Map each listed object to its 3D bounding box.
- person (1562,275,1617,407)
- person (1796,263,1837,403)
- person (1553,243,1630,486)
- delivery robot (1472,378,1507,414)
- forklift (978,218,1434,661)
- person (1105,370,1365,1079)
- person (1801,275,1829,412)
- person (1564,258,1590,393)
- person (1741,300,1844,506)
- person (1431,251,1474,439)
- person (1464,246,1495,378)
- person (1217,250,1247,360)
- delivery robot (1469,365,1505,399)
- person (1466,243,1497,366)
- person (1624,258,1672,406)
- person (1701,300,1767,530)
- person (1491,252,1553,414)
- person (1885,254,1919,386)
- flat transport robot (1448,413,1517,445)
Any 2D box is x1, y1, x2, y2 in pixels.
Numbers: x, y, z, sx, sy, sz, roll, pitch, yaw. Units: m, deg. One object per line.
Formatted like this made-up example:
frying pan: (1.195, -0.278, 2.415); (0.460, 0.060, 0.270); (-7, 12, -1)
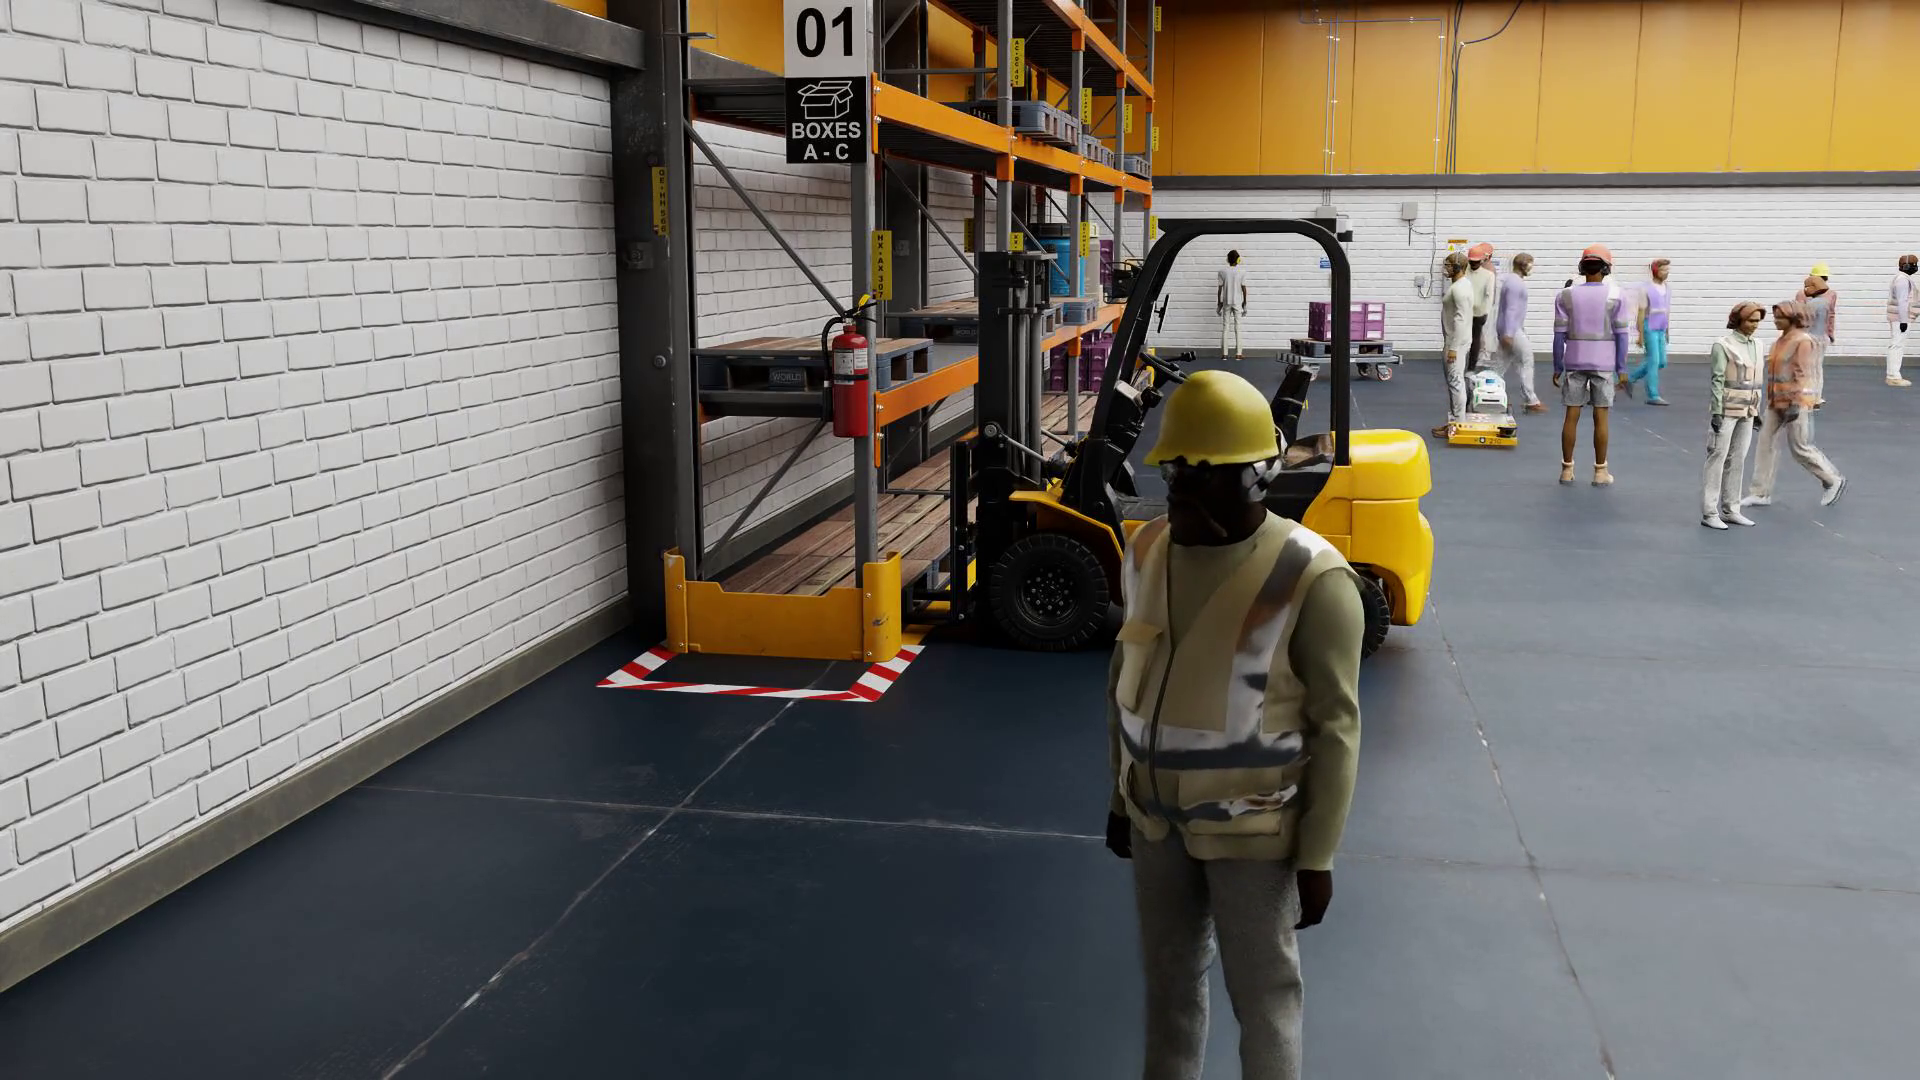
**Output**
person: (7.744, -2.589, 20.527); (0.637, 1.902, 0.406); (-3, 11, -17)
person: (10.757, -2.597, 20.940); (0.535, 1.766, 0.317); (0, 10, -2)
person: (5.311, -1.471, 14.026); (0.605, 2.036, 0.388); (6, 12, 31)
delivery robot: (5.764, -1.521, 18.105); (0.477, 0.478, 0.707); (3, 11, 15)
forklift: (1.285, -0.567, 8.635); (2.313, 2.155, 1.214); (2, 11, 11)
person: (0.521, 0.562, 3.443); (0.404, 1.827, 0.600); (-9, 14, -42)
person: (10.224, -2.353, 19.961); (0.499, 1.633, 0.281); (-9, 14, -40)
person: (8.369, -2.878, 22.267); (0.627, 1.847, 0.429); (-5, 11, -25)
person: (6.466, -1.045, 12.853); (0.733, 1.616, 0.541); (-1, 10, -3)
person: (5.146, -2.024, 17.320); (0.362, 1.939, 0.635); (3, 11, 15)
person: (7.525, -3.336, 24.467); (0.636, 1.953, 0.692); (4, 11, 22)
person: (4.631, -3.991, 28.291); (0.518, 1.874, 0.330); (3, 11, 18)
delivery robot: (6.291, -1.839, 19.848); (0.477, 0.478, 0.707); (2, 10, 10)
person: (8.528, -3.838, 27.110); (0.381, 1.994, 0.620); (0, 10, 2)
person: (8.633, -2.603, 20.788); (0.587, 1.831, 0.624); (-8, 13, -36)
person: (5.582, -0.900, 11.984); (0.513, 1.640, 0.309); (-6, 12, -29)
person: (6.635, -2.424, 19.593); (0.898, 1.901, 0.637); (2, 11, 13)
person: (13.309, -3.097, 23.473); (0.429, 1.844, 0.627); (5, 11, 24)
flat transport robot: (5.368, -1.157, 17.142); (0.652, 0.197, 1.431); (3, 11, 15)
